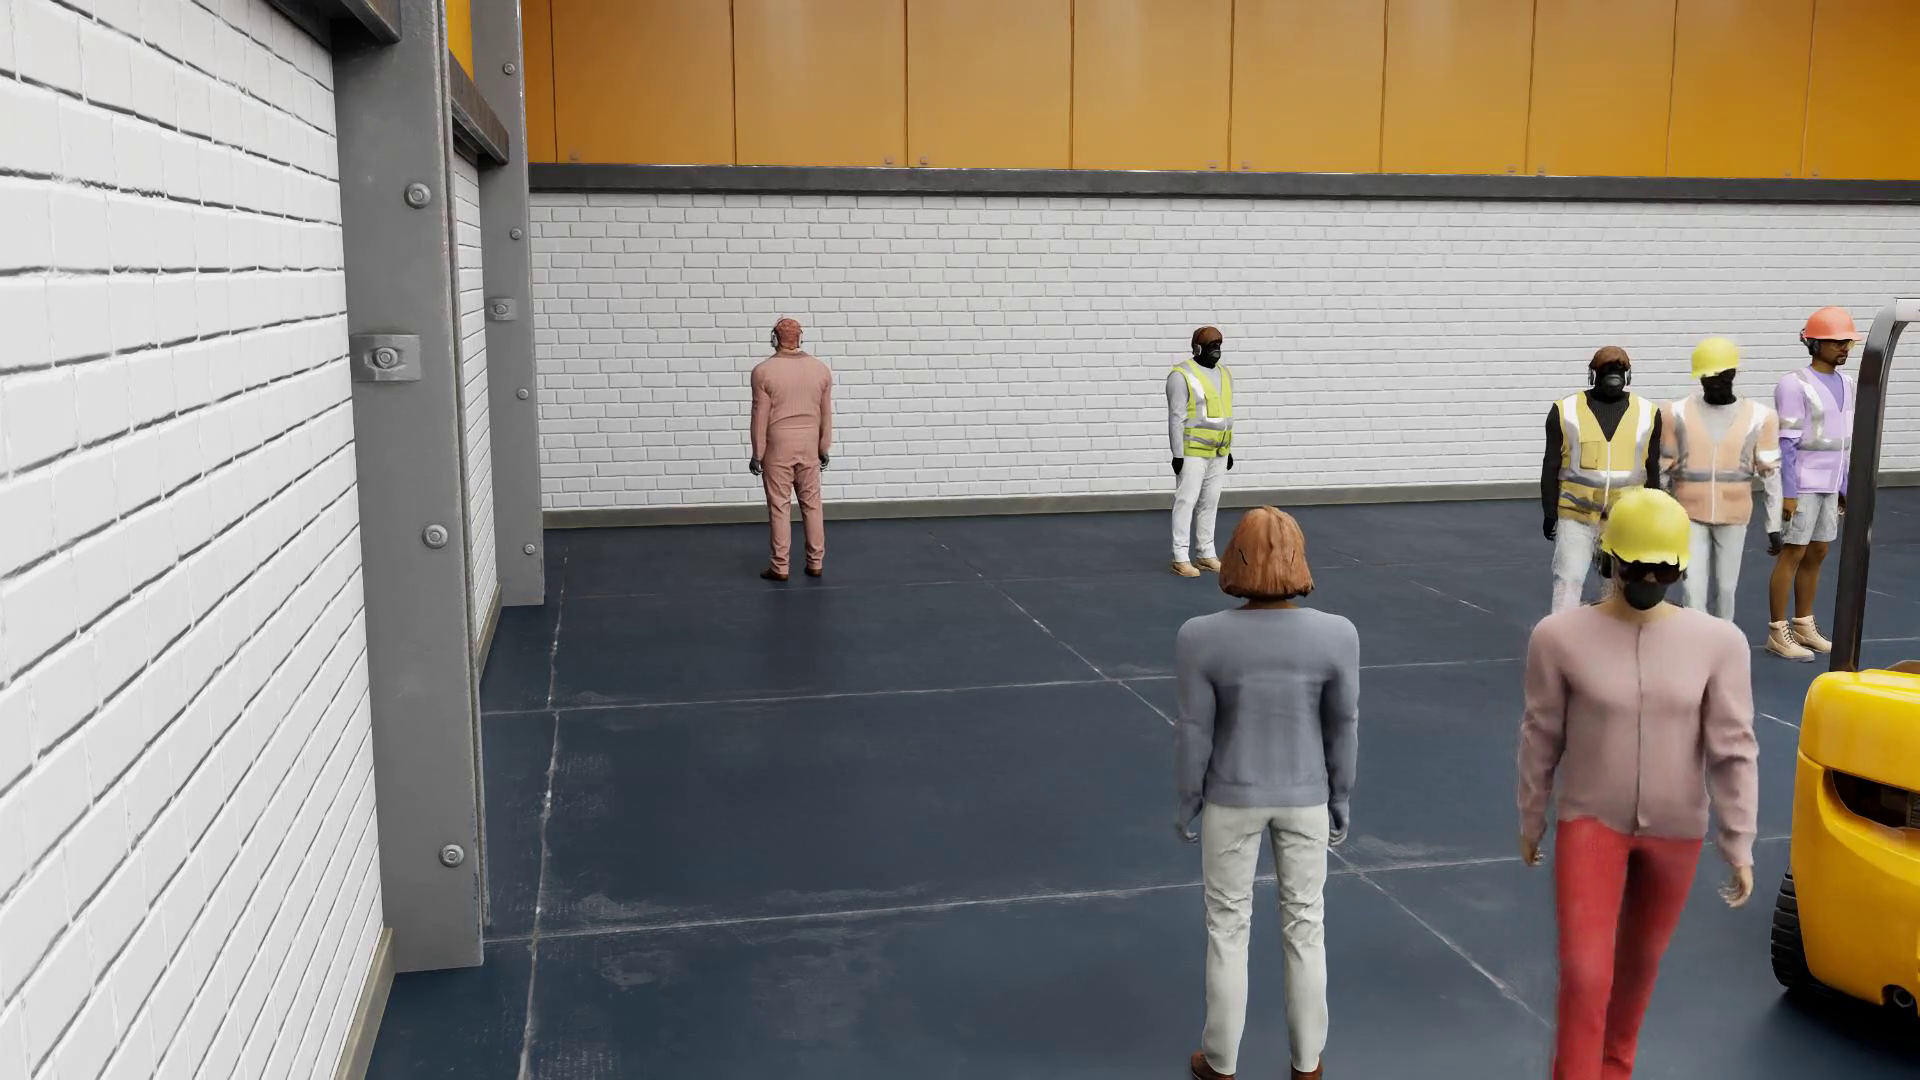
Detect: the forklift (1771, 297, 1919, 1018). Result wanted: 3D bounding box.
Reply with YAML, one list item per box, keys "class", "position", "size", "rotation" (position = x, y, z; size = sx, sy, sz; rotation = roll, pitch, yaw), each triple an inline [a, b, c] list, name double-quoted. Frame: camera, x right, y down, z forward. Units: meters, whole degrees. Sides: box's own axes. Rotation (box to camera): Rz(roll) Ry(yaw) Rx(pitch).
- class: "forklift"
  position: [3.542, 0.334, 5.177]
  size: [2.313, 2.155, 1.214]
  rotation: [-9, 13, -43]

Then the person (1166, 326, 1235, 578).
- class: "person"
  position: [1.796, -0.653, 12.261]
  size: [0.633, 1.841, 0.429]
  rotation: [-8, 12, -39]

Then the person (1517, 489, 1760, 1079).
- class: "person"
  position: [1.660, 0.743, 4.078]
  size: [0.522, 1.723, 0.808]
  rotation: [2, 9, 10]

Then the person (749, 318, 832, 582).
- class: "person"
  position: [-1.244, -0.656, 12.085]
  size: [0.652, 1.906, 0.403]
  rotation: [-6, 11, -32]

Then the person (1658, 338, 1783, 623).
- class: "person"
  position: [4.060, -0.128, 8.919]
  size: [0.638, 1.891, 0.630]
  rotation: [4, 10, 22]

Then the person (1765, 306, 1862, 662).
- class: "person"
  position: [4.959, -0.321, 9.627]
  size: [0.608, 2.044, 0.371]
  rotation: [-6, 11, -31]

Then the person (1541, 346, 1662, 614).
- class: "person"
  position: [3.512, -0.141, 9.134]
  size: [0.625, 1.846, 0.429]
  rotation: [2, 10, 12]

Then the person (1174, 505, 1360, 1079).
- class: "person"
  position: [0.825, 0.719, 4.524]
  size: [0.499, 1.636, 0.286]
  rotation: [0, 9, 0]
